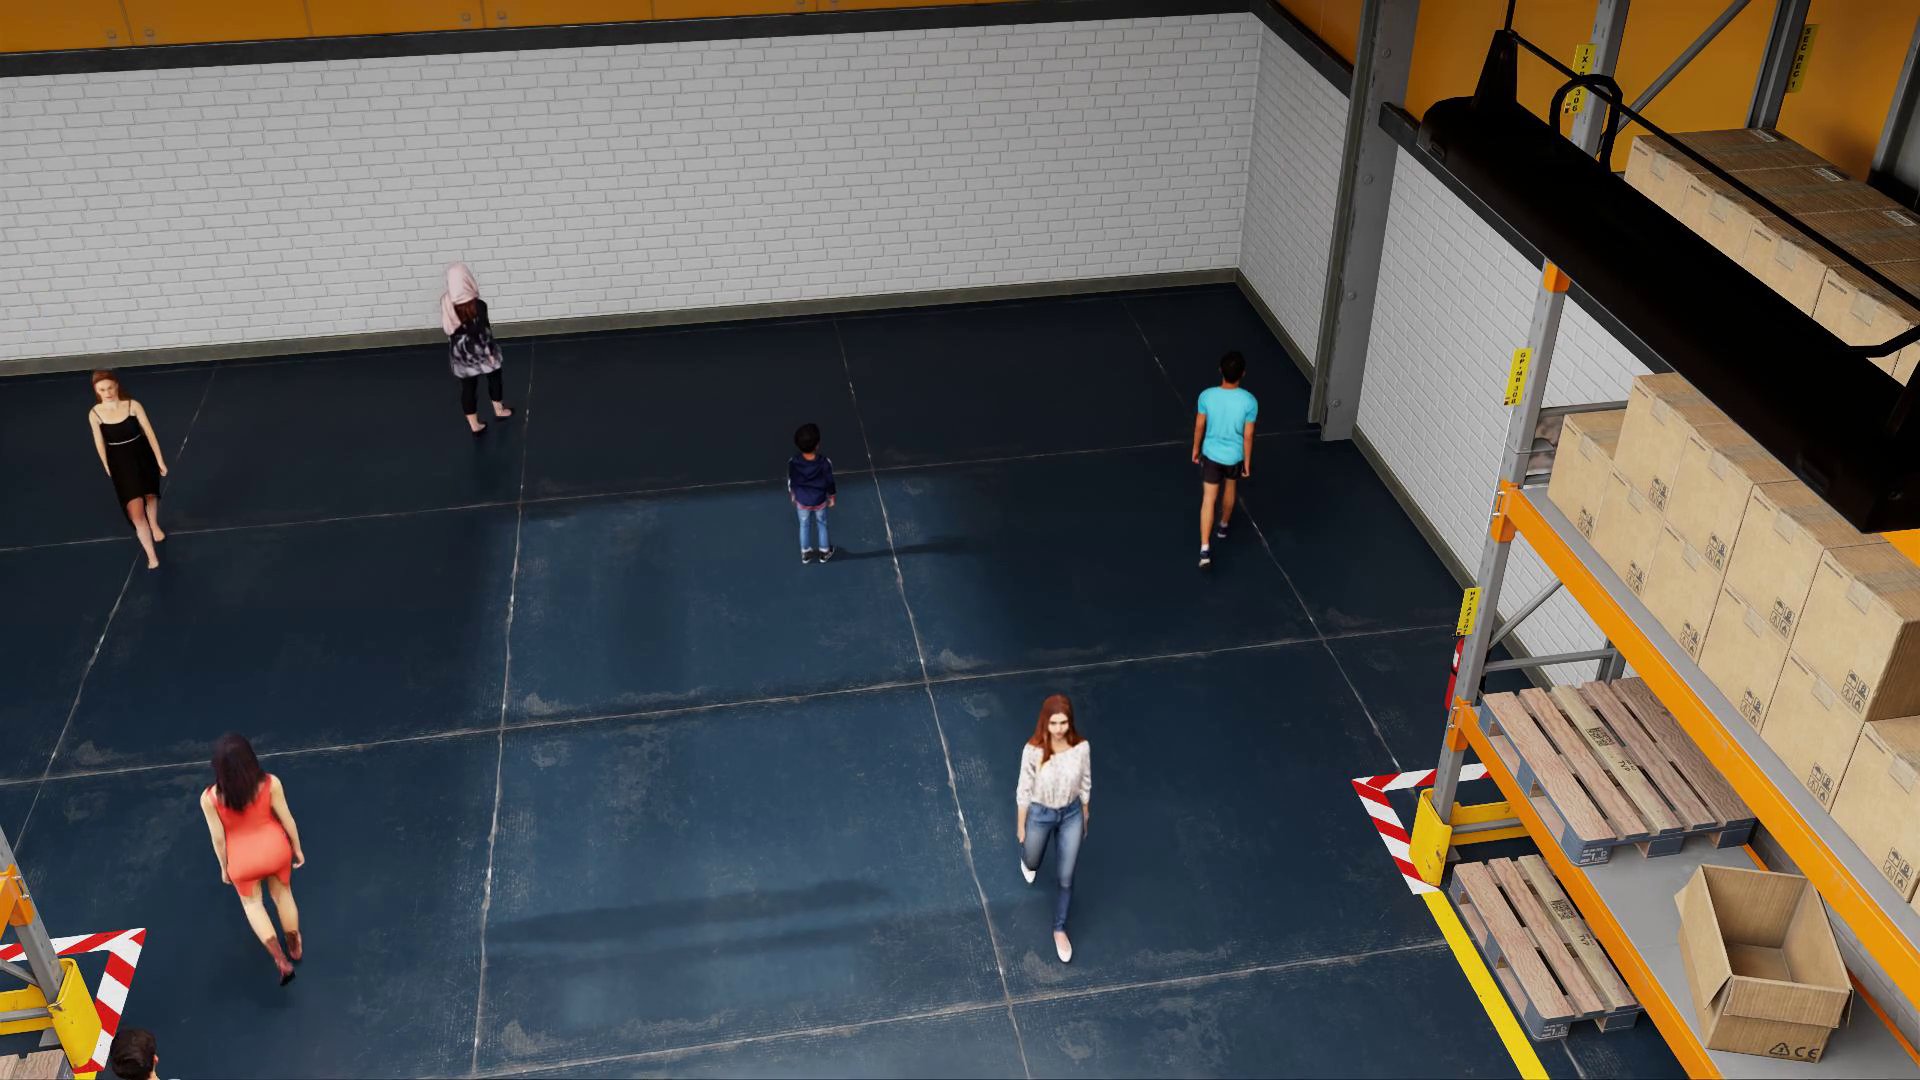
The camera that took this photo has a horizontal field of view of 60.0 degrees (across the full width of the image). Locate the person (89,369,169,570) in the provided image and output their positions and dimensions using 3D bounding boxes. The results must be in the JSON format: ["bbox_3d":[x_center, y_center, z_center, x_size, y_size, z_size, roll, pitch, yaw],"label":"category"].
[{"bbox_3d":[-6.511,-0.639,13.081,0.828,1.589,1.081,-20,39,-27],"label":"person"}]

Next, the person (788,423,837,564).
[{"bbox_3d":[-1.173,-0.357,12.989,0.571,1.222,0.560,2,34,3],"label":"person"}]

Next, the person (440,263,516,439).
[{"bbox_3d":[-4.304,-1.622,14.528,0.816,1.624,0.899,9,35,13],"label":"person"}]

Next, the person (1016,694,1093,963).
[{"bbox_3d":[0.521,1.564,9.660,0.638,1.706,1.039,-3,34,-5],"label":"person"}]

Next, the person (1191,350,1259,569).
[{"bbox_3d":[2.019,-0.590,12.870,0.943,1.741,1.238,7,34,11],"label":"person"}]

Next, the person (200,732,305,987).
[{"bbox_3d":[-3.898,1.821,9.276,0.766,1.704,0.931,-18,37,-24],"label":"person"}]
